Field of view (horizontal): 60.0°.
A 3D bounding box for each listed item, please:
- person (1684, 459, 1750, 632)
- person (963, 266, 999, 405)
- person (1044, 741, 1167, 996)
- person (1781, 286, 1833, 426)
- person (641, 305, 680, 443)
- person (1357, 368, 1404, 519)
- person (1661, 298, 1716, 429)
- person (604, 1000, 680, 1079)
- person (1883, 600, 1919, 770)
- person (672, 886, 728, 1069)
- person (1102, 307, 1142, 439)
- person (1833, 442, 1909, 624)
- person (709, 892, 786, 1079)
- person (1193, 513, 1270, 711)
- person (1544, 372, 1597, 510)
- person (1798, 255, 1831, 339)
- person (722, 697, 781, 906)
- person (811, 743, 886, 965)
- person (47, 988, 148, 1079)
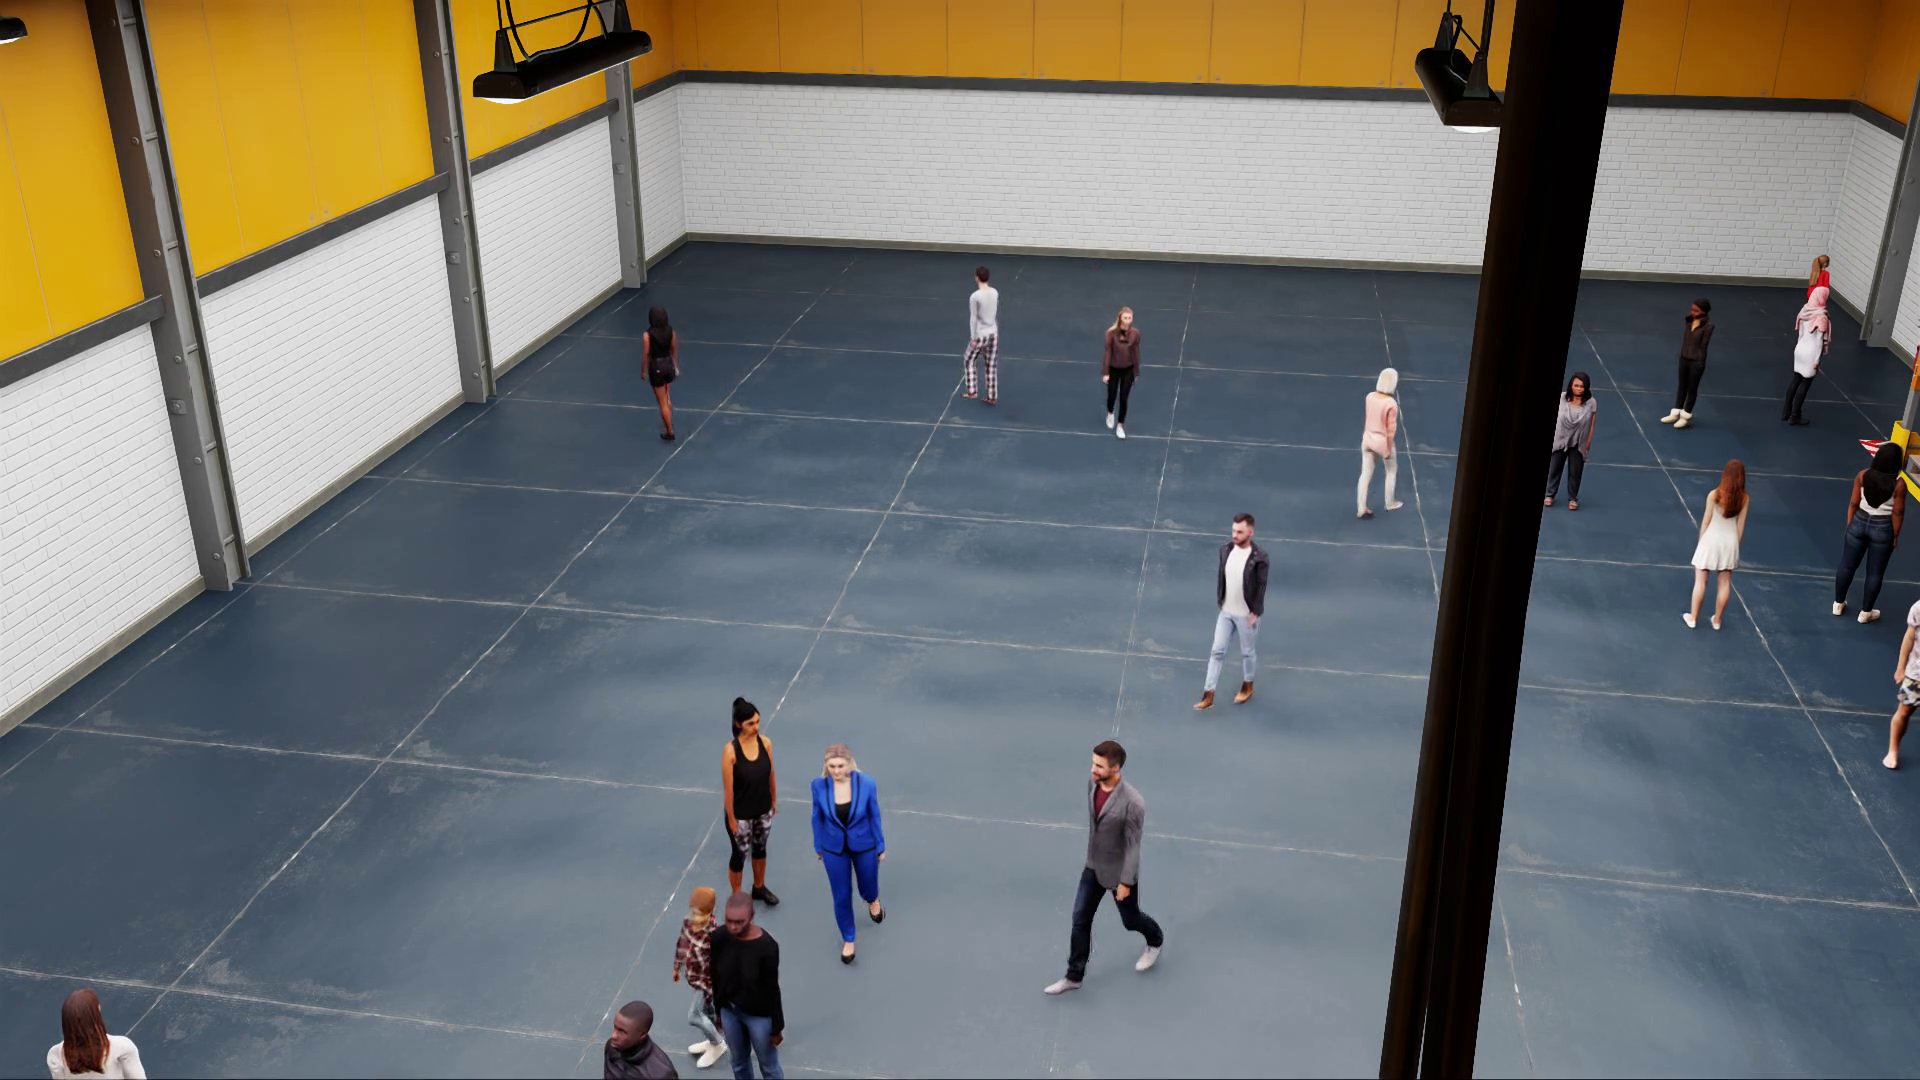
[{"bbox_3d":[7.262,0.041,15.901,0.567,1.709,0.520,3,24,7],"label":"person"},{"bbox_3d":[0.370,-2.675,21.961,0.861,1.833,0.924,-14,27,-29],"label":"person"},{"bbox_3d":[1.068,2.139,10.943,1.283,1.836,1.171,-19,30,-36],"label":"person"},{"bbox_3d":[10.850,-2.369,21.301,0.755,1.801,0.639,-4,24,-9],"label":"person"},{"bbox_3d":[-3.655,-2.045,20.652,0.823,1.726,0.777,20,31,38],"label":"person"},{"bbox_3d":[4.572,-1.048,18.401,0.983,1.703,0.892,-21,31,-39],"label":"person"},{"bbox_3d":[9.382,-2.287,21.283,0.771,1.664,0.713,-21,31,-39],"label":"person"},{"bbox_3d":[-1.638,3.147,8.638,0.777,1.836,0.775,20,30,38],"label":"person"},{"bbox_3d":[7.904,1.030,13.512,0.708,1.811,0.628,8,25,19],"label":"person"},{"bbox_3d":[-1.525,2.688,10.360,0.669,1.298,0.604,-13,27,-27],"label":"person"},{"bbox_3d":[1.997,-2.131,20.891,0.717,1.693,0.770,-3,24,-6],"label":"person"},{"bbox_3d":[8.807,-0.086,16.067,0.794,1.810,0.752,-20,30,-37],"label":"person"},{"bbox_3d":[-1.223,2.742,9.686,0.648,1.739,0.647,9,25,20],"label":"person"},{"bbox_3d":[2.495,0.593,14.511,0.926,1.811,1.105,16,28,32],"label":"person"},{"bbox_3d":[6.877,-1.145,18.744,0.718,1.606,0.750,11,26,25],"label":"person"},{"bbox_3d":[12.779,-3.623,24.818,0.640,1.281,0.557,-8,25,-17],"label":"person"},{"bbox_3d":[-1.499,1.877,11.762,0.634,1.660,0.723,-21,31,-40],"label":"person"},{"bbox_3d":[-0.740,2.061,11.319,0.708,1.678,0.857,0,24,0],"label":"person"},{"bbox_3d":[-4.550,3.108,8.912,0.681,1.688,0.673,-6,24,-14],"label":"person"}]
